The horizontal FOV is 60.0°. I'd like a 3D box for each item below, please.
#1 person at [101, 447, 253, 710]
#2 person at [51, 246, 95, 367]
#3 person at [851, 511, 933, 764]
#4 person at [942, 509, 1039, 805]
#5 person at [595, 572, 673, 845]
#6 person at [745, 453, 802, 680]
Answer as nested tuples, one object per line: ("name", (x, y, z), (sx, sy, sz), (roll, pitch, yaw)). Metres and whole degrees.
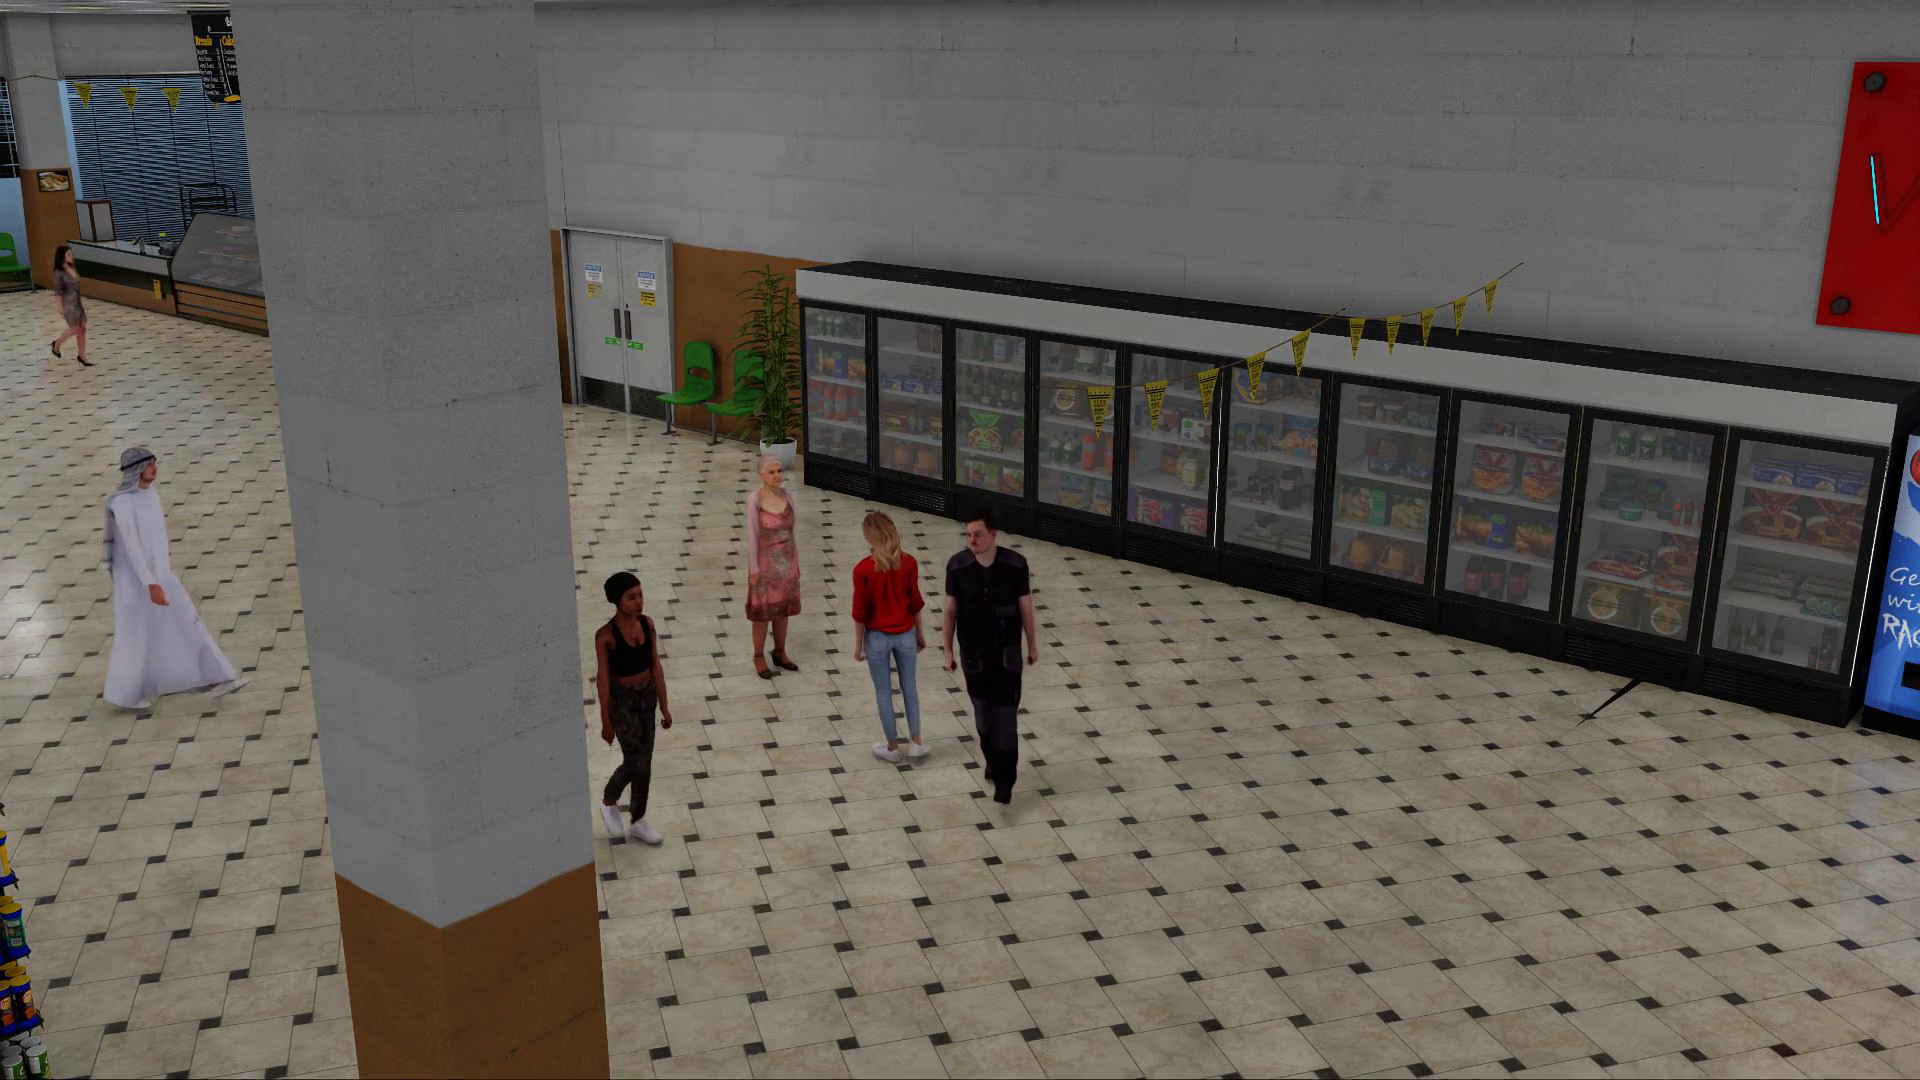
("person", (-5.775, 0.315, 11.593), (1.211, 1.878, 1.261), (2, 17, 5))
("person", (-12.812, -3.338, 23.870), (0.904, 1.733, 0.889), (2, 17, 6))
("person", (-0.436, 0.641, 10.820), (0.685, 1.703, 0.823), (-5, 18, -16))
("person", (0.198, 0.678, 10.513), (1.071, 1.811, 1.214), (2, 17, 7))
("person", (-1.983, 0.978, 9.743), (0.657, 1.684, 0.625), (12, 21, 35))
("person", (-1.399, 0.176, 12.371), (0.542, 1.691, 0.682), (-15, 22, -40))
